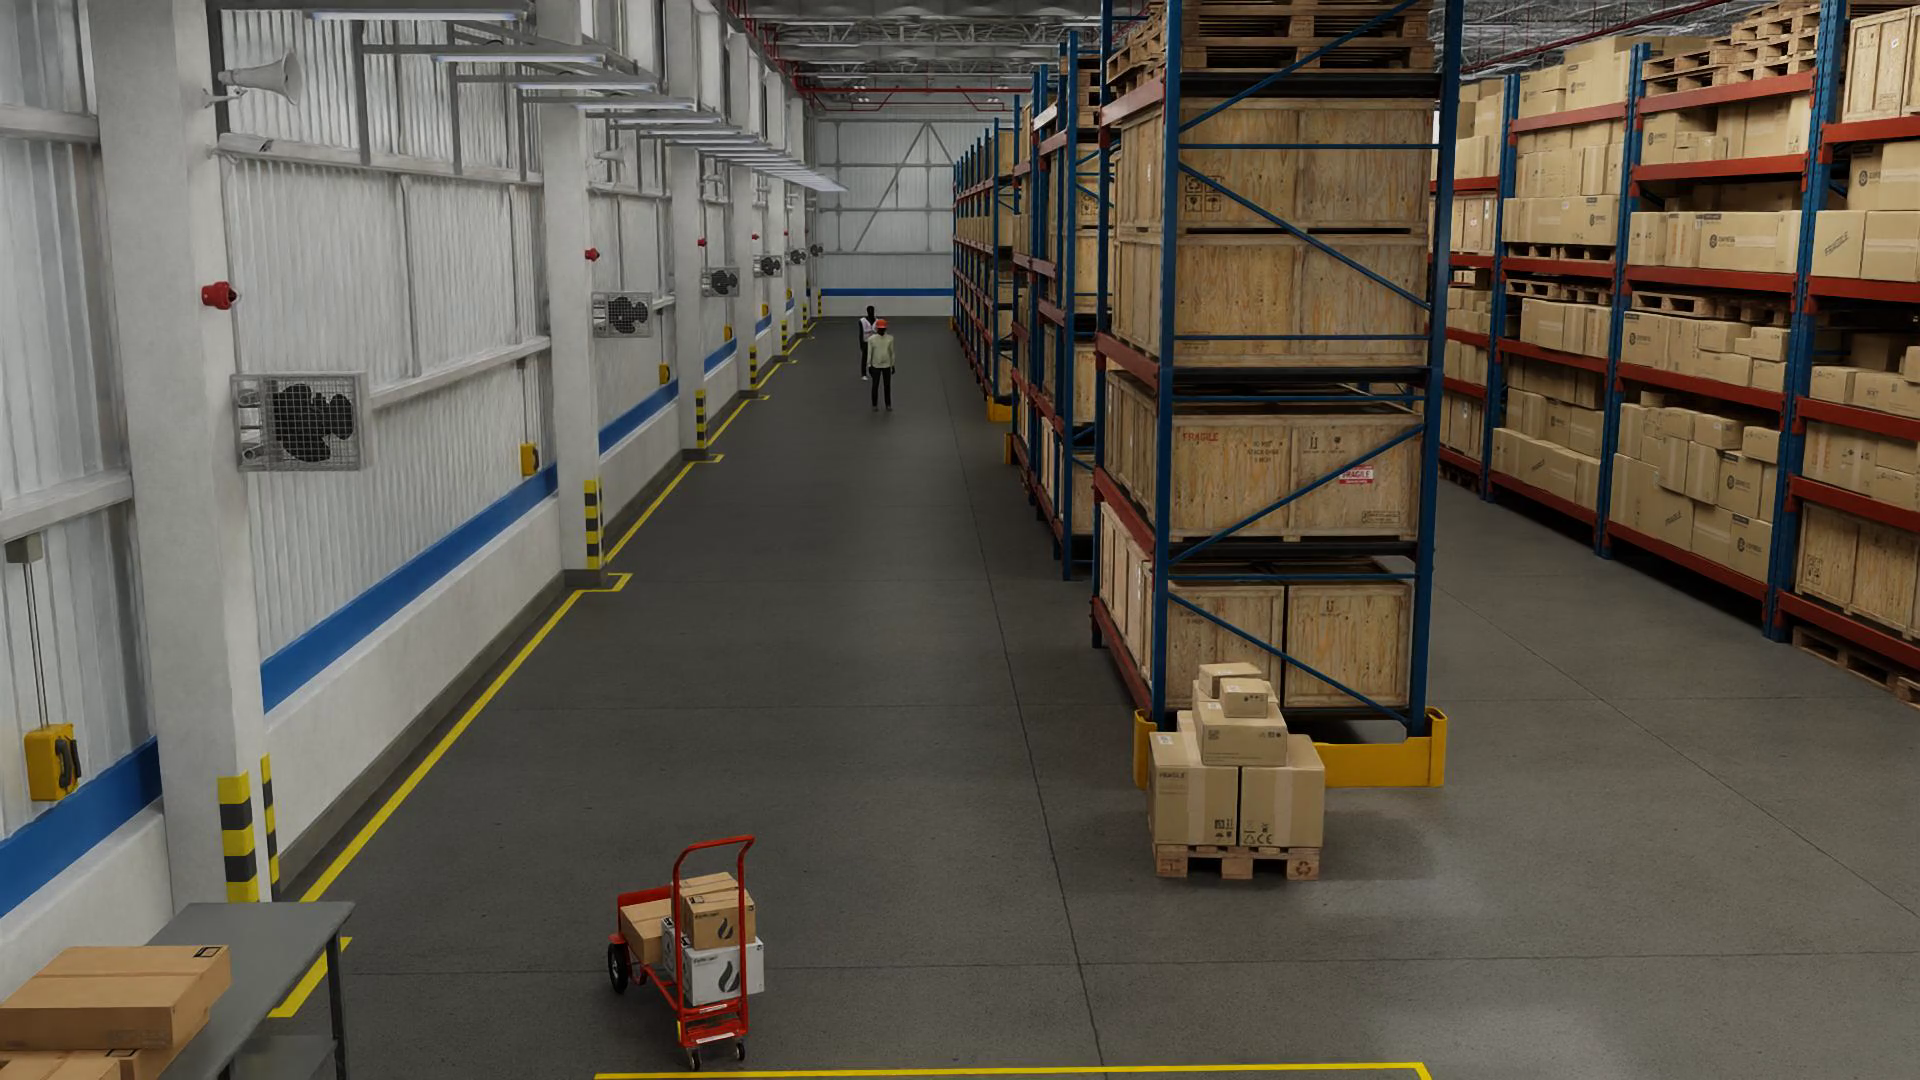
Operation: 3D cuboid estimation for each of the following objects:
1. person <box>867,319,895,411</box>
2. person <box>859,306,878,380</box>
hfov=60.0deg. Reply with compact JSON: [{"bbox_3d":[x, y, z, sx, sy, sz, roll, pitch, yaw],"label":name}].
[{"bbox_3d":[-1.688,-3.751,35.708,0.618,1.986,0.409,-3,11,-16],"label":"person"},{"bbox_3d":[-2.319,-5.063,42.736,0.593,1.910,0.390,-6,12,-29],"label":"person"}]
